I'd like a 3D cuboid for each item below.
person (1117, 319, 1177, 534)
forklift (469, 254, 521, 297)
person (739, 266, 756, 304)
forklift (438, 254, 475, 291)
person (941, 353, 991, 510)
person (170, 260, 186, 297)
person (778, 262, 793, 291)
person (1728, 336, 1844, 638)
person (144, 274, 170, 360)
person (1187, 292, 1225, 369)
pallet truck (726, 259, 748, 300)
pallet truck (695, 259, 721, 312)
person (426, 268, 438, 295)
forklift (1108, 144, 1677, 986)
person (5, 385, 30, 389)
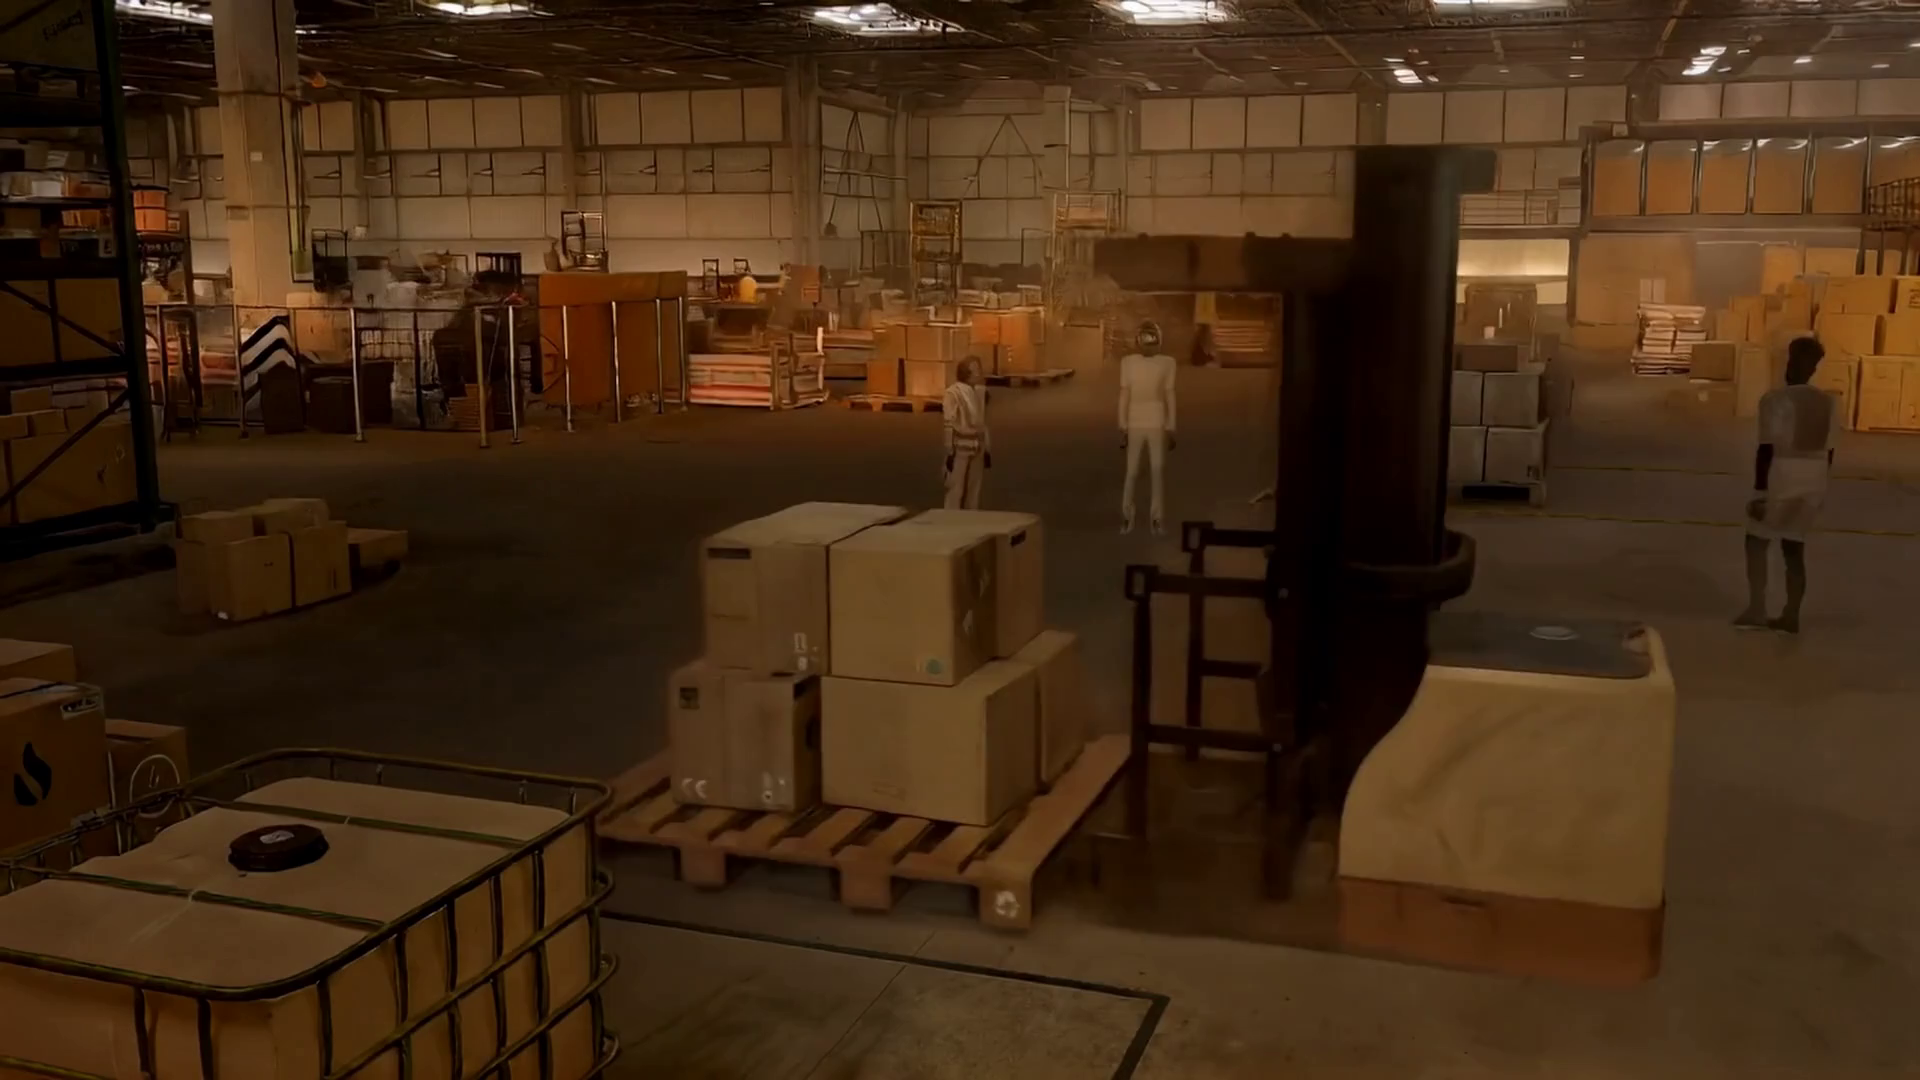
[{"bbox_3d":[1.620,-0.978,14.421,0.519,1.874,0.327,1,10,5],"label":"person"},{"bbox_3d":[-17.990,-10.121,64.684,1.157,1.987,2.680,3,11,17],"label":"forklift"},{"bbox_3d":[-6.082,-6.820,47.279,0.555,1.901,0.957,5,11,28],"label":"person"},{"bbox_3d":[-20.133,-10.254,65.465,1.157,1.987,2.680,3,11,19],"label":"forklift"},{"bbox_3d":[0.048,-0.691,13.457,0.309,1.640,0.512,8,13,39],"label":"person"},{"bbox_3d":[-27.868,-9.018,59.463,0.620,1.955,0.938,8,13,38],"label":"person"},{"bbox_3d":[-5.213,-7.163,48.867,0.754,2.010,0.649,-8,13,-38],"label":"person"},{"bbox_3d":[5.330,-0.338,10.667,0.663,1.923,0.465,-3,10,-14],"label":"person"},{"bbox_3d":[-17.462,-4.827,36.095,0.659,1.880,0.790,-3,11,-17],"label":"person"},{"bbox_3d":[4.959,-4.380,33.328,0.829,1.968,0.622,7,12,36],"label":"person"},{"bbox_3d":[-7.986,-9.493,62.019,0.823,1.965,1.885,3,11,17],"label":"pallet truck"},{"bbox_3d":[-9.165,-9.627,62.776,0.823,1.965,1.885,4,11,23],"label":"pallet truck"},{"bbox_3d":[-18.490,-8.642,58.020,0.937,1.722,0.525,-2,10,-12],"label":"person"},{"bbox_3d":[1.606,0.004,6.048,1.873,2.768,1.129,3,11,19],"label":"forklift"},{"bbox_3d":[-11.991,-2.066,20.960,0.823,1.724,0.533,-4,11,-21],"label":"person"}]
